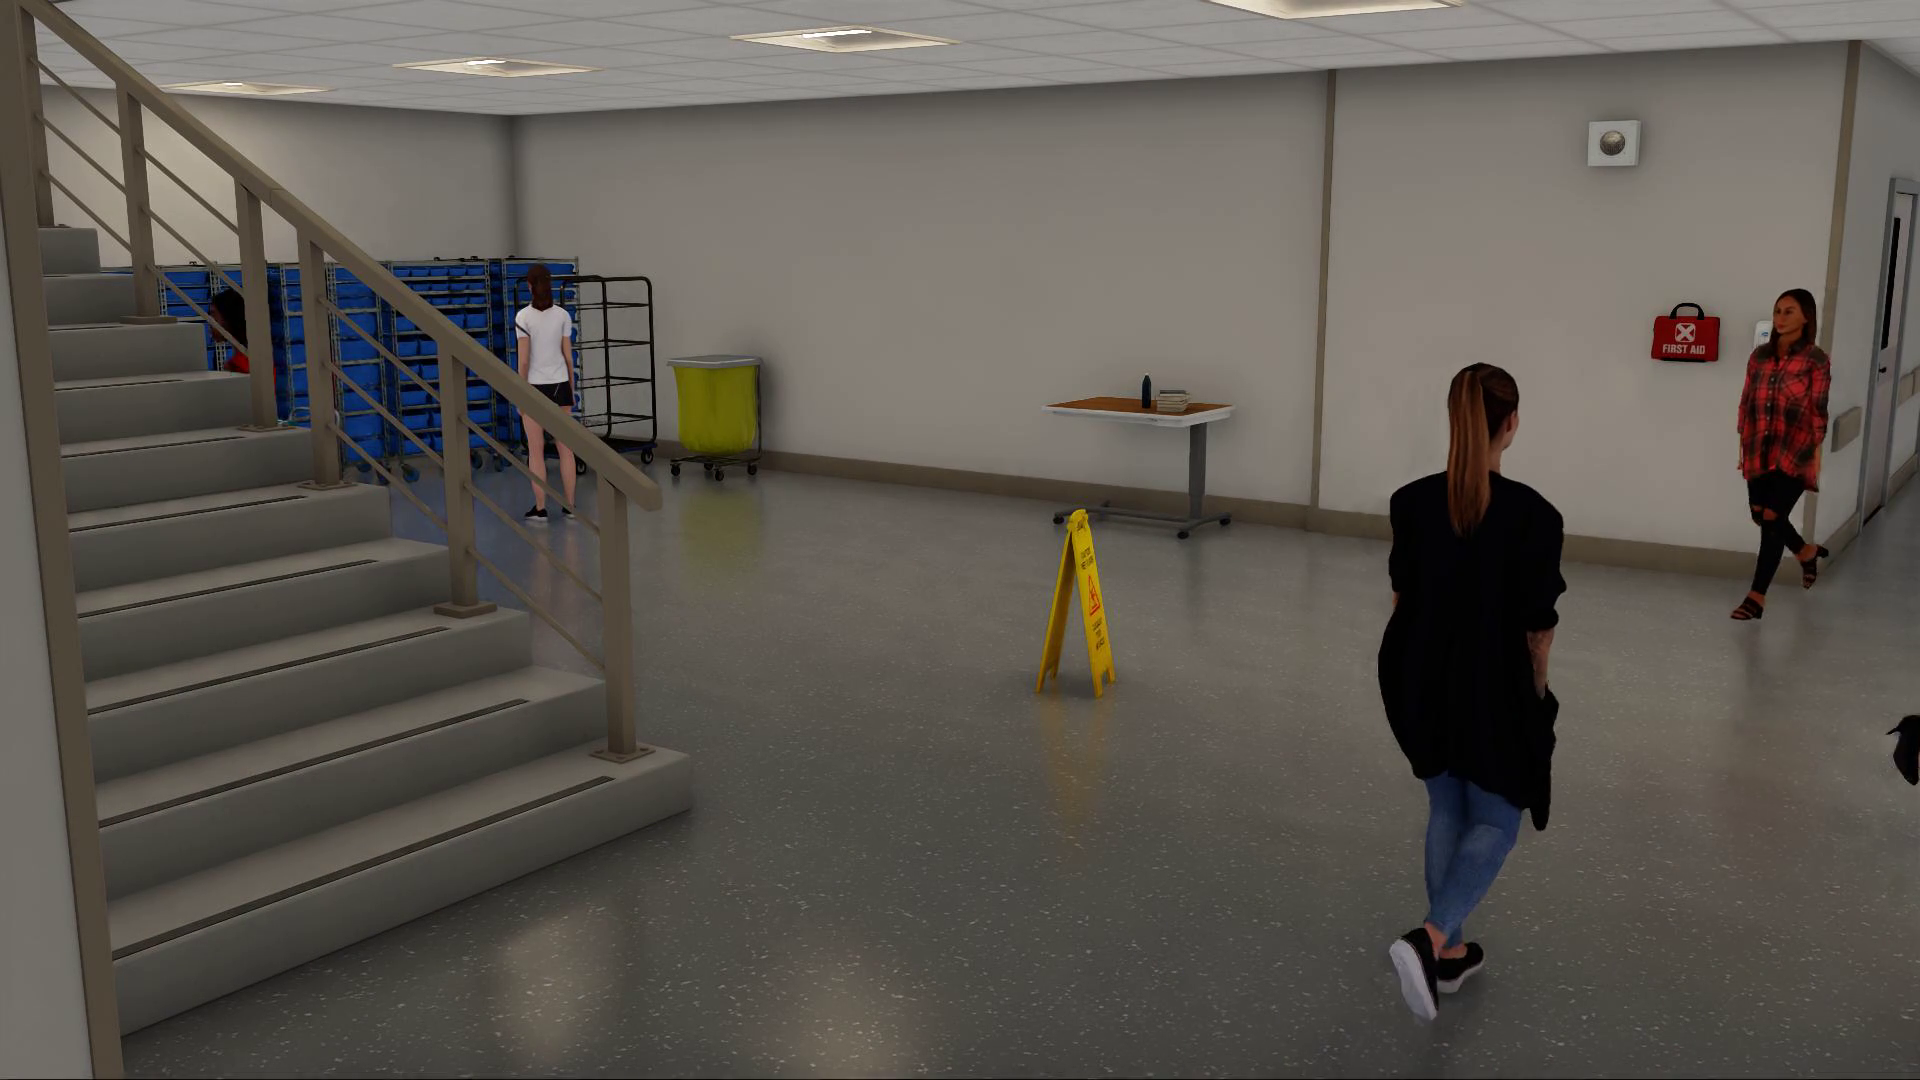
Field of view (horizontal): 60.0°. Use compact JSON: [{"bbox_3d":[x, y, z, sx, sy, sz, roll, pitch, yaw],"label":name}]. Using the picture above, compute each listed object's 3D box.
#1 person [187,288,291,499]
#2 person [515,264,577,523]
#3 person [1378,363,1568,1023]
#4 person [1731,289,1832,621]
[{"bbox_3d":[-3.089,-0.258,7.598,1.051,1.701,1.049,-3,11,-15],"label":"person"},{"bbox_3d":[-2.850,-1.010,11.427,0.642,1.750,0.638,-7,13,-34],"label":"person"},{"bbox_3d":[1.233,0.411,4.156,0.867,1.668,0.701,8,13,37],"label":"person"},{"bbox_3d":[4.266,-0.431,8.550,0.971,1.686,1.060,-6,12,-29],"label":"person"}]
